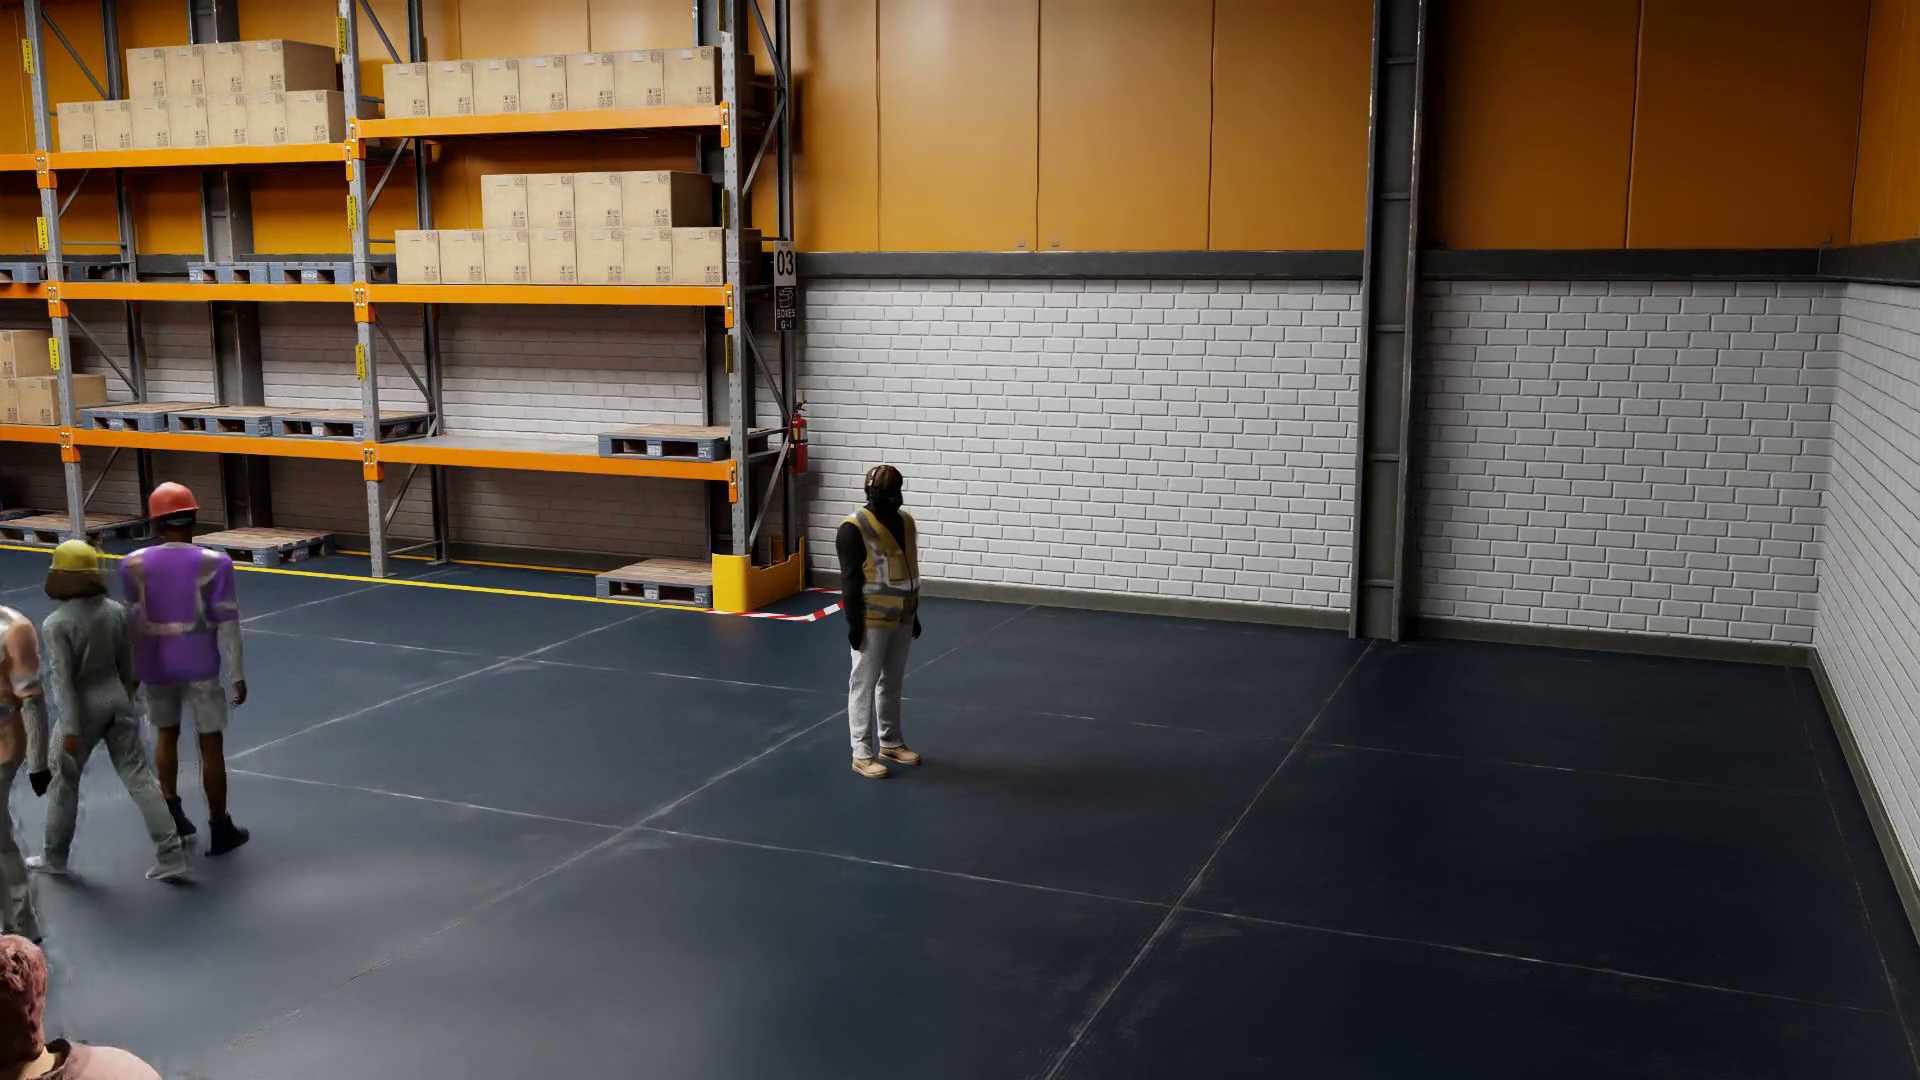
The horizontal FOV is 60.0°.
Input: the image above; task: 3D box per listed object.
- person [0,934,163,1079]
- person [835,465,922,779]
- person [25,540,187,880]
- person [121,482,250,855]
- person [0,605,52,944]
[{"bbox_3d":[-1.662,1.607,3.014,1.034,1.858,0.659,1,9,4],"label":"person"},{"bbox_3d":[-0.448,0.470,9.896,0.430,1.845,0.620,7,12,37],"label":"person"},{"bbox_3d":[-4.205,0.840,8.121,0.925,1.693,0.486,4,10,22],"label":"person"},{"bbox_3d":[-3.996,0.661,8.559,0.609,1.904,0.526,-2,10,-11],"label":"person"},{"bbox_3d":[-4.203,0.911,7.047,0.608,1.897,0.625,4,10,21],"label":"person"}]
